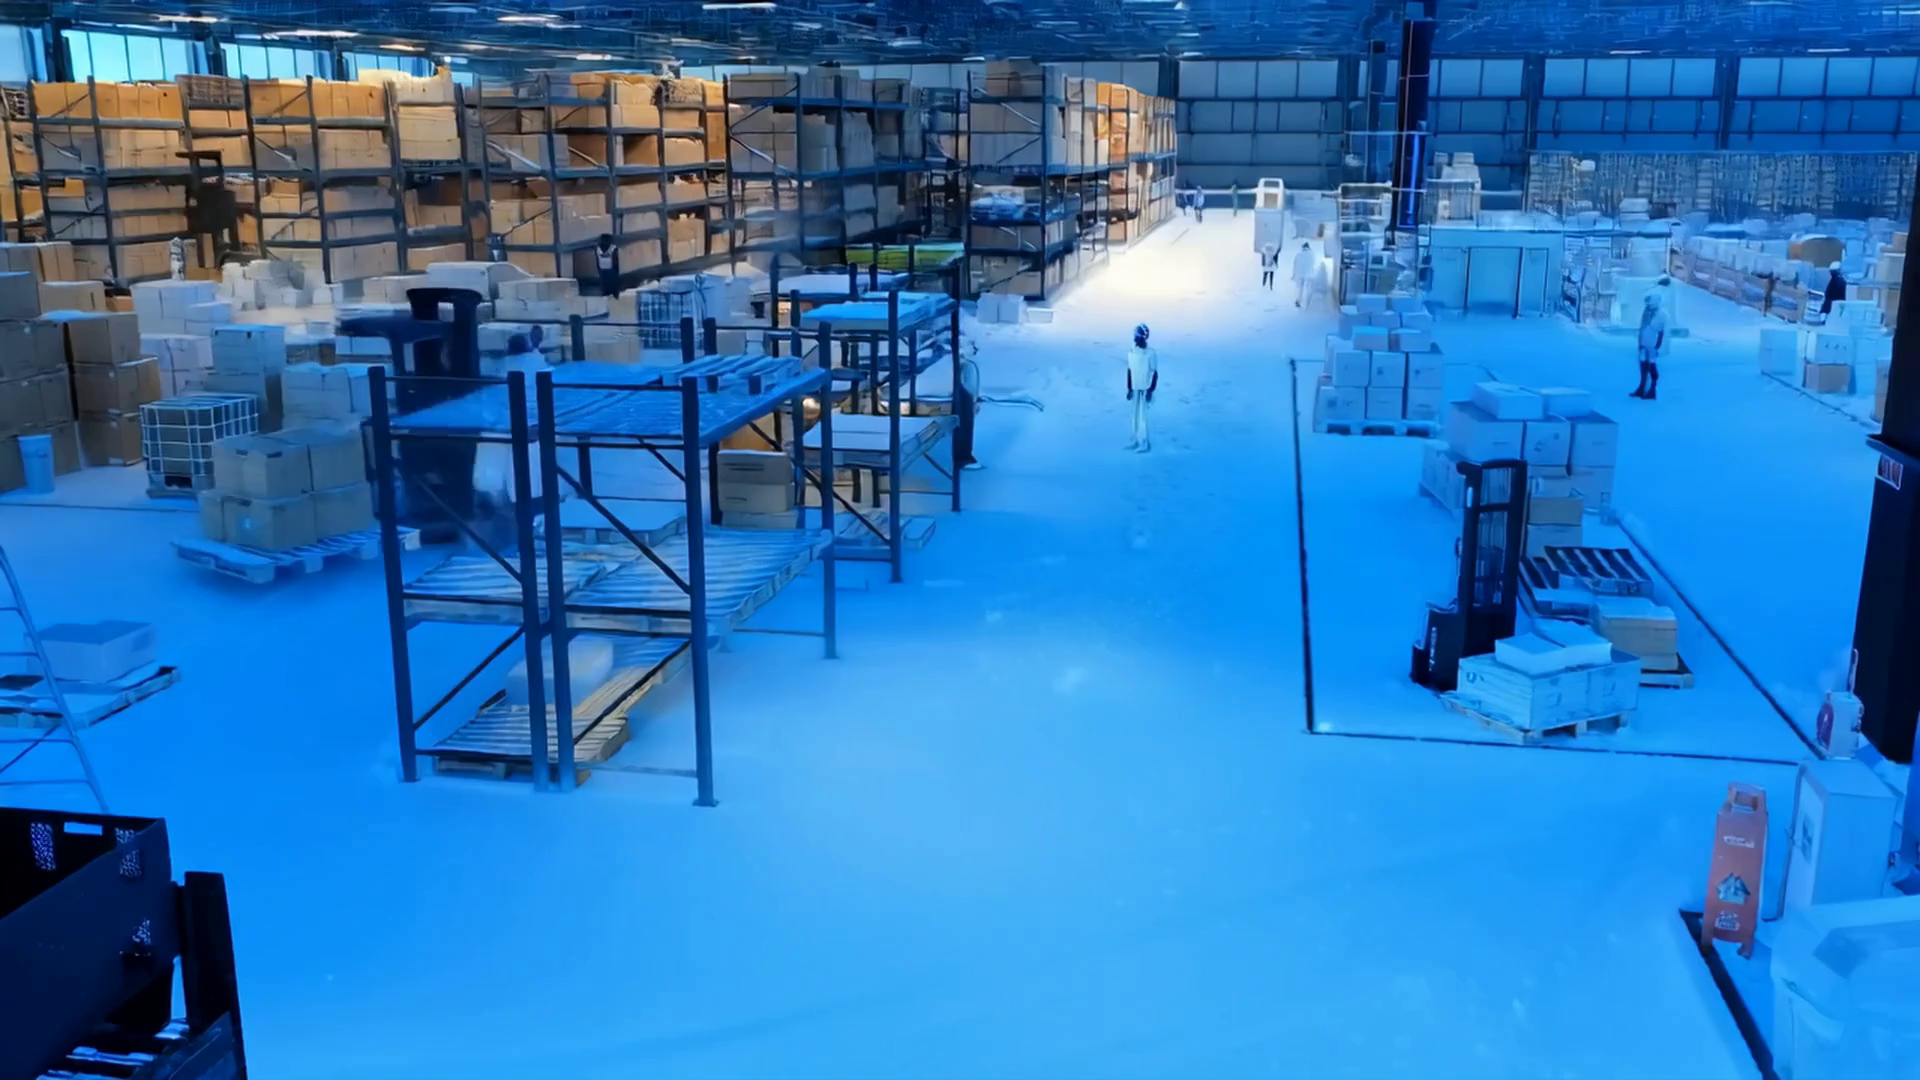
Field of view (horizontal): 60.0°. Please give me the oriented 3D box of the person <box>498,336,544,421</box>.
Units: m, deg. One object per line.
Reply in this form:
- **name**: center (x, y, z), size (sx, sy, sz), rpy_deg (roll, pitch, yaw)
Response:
- **person**: center (-6.010, -1.854, 22.770), size (0.646, 1.888, 0.966), rpy_deg (-8, 16, -29)

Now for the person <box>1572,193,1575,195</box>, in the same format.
- **person**: center (33.322, -18.386, 89.983), size (0.570, 1.843, 0.380), rpy_deg (-9, 16, -32)

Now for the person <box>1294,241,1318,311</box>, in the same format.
- **person**: center (9.036, -6.918, 43.567), size (0.602, 1.769, 0.959), rpy_deg (1, 14, 3)

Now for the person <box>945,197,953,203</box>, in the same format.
- **person**: center (-0.455, -15.004, 76.057), size (0.356, 1.938, 0.638), rpy_deg (-9, 16, -31)

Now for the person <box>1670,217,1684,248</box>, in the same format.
- **person**: center (24.404, -10.094, 56.534), size (0.833, 1.736, 0.525), rpy_deg (-4, 14, -17)

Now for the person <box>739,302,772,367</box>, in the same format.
- **person**: center (-3.373, -3.019, 27.550), size (0.624, 1.875, 0.946), rpy_deg (3, 14, 14)

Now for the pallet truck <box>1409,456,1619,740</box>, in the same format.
- **pallet truck**: center (4.504, 0.400, 13.395), size (0.823, 1.965, 1.885), rpy_deg (-6, 15, -23)

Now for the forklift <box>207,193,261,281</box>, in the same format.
- **forklift**: center (-21.517, -8.765, 48.788), size (1.873, 2.768, 1.129), rpy_deg (3, 14, 10)

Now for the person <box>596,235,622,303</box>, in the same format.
- **person**: center (-9.498, -7.296, 44.900), size (0.608, 1.885, 0.948), rpy_deg (5, 15, 19)

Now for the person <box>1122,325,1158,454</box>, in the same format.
- **person**: center (2.634, -2.194, 24.208), size (0.329, 1.865, 0.516), rpy_deg (-13, 19, -43)

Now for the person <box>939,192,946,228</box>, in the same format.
- **person**: center (-0.744, -14.687, 74.772), size (0.358, 1.936, 0.552), rpy_deg (-3, 14, -12)

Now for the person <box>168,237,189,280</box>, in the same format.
- **person**: center (-22.332, -7.836, 47.573), size (0.524, 1.639, 0.306), rpy_deg (-5, 15, -20)

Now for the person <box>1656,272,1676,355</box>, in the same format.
- **person**: center (14.666, -4.702, 34.626), size (0.547, 1.733, 0.800), rpy_deg (13, 19, 43)

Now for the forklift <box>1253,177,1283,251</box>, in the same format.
- **forklift**: center (12.083, -12.747, 64.956), size (1.129, 2.768, 1.873), rpy_deg (3, 14, 10)

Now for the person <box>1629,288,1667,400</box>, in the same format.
- **person**: center (12.040, -3.426, 29.053), size (0.360, 1.939, 0.543), rpy_deg (-4, 14, -16)

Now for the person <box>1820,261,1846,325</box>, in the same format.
- **person**: center (17.909, -4.722, 34.194), size (0.375, 1.998, 0.611), rpy_deg (-1, 14, -4)

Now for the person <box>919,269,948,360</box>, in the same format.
- **person**: center (-0.537, -4.626, 33.888), size (0.612, 1.947, 0.452), rpy_deg (12, 18, 40)

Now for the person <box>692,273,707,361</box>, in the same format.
- **person**: center (-5.106, -4.307, 32.770), size (0.333, 1.873, 0.520), rpy_deg (-4, 15, -17)

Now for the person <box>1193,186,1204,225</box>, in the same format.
- **person**: center (11.886, -16.710, 83.051), size (0.549, 1.913, 0.798), rpy_deg (2, 14, 8)

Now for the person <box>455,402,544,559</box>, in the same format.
- **person**: center (-4.988, -0.606, 17.758), size (1.015, 1.868, 0.625), rpy_deg (1, 14, 5)

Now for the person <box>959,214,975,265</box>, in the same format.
- **person**: center (0.267, -10.387, 57.635), size (0.636, 1.783, 0.978), rpy_deg (-7, 16, -27)

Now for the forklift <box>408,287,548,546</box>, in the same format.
- **forklift**: center (-5.918, -1.527, 19.403), size (1.129, 2.768, 1.873), rpy_deg (11, 17, 37)

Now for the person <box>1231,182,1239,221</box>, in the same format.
- **person**: center (14.294, -17.585, 86.418), size (0.390, 1.995, 0.613), rpy_deg (2, 14, 6)

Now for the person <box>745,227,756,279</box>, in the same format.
- **person**: center (-6.649, -9.094, 52.691), size (0.507, 1.632, 0.268), rpy_deg (13, 19, 43)

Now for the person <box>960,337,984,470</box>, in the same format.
- **person**: center (0.097, -1.895, 23.045), size (0.349, 1.838, 0.505), rpy_deg (-7, 15, -26)

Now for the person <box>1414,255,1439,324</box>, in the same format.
- **person**: center (11.351, -6.076, 40.387), size (0.534, 1.661, 0.843), rpy_deg (-13, 19, -42)

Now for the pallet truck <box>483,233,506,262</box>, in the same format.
- **pallet truck**: center (-11.832, -7.026, 43.548), size (1.885, 1.965, 0.823), rpy_deg (8, 16, 28)

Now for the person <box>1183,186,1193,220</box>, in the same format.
- **person**: center (12.001, -17.764, 87.641), size (0.524, 1.759, 0.337), rpy_deg (4, 14, 15)

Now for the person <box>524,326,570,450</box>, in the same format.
- **person**: center (-6.265, -2.215, 24.327), size (0.931, 1.846, 0.585), rpy_deg (1, 14, 6)

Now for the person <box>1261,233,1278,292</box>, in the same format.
- **person**: center (8.992, -8.044, 48.293), size (0.536, 1.700, 0.318), rpy_deg (-5, 15, -19)

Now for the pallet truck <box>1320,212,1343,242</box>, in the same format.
- **pallet truck**: center (15.874, -13.227, 70.310), size (0.680, 1.201, 1.601), rpy_deg (10, 17, 35)
